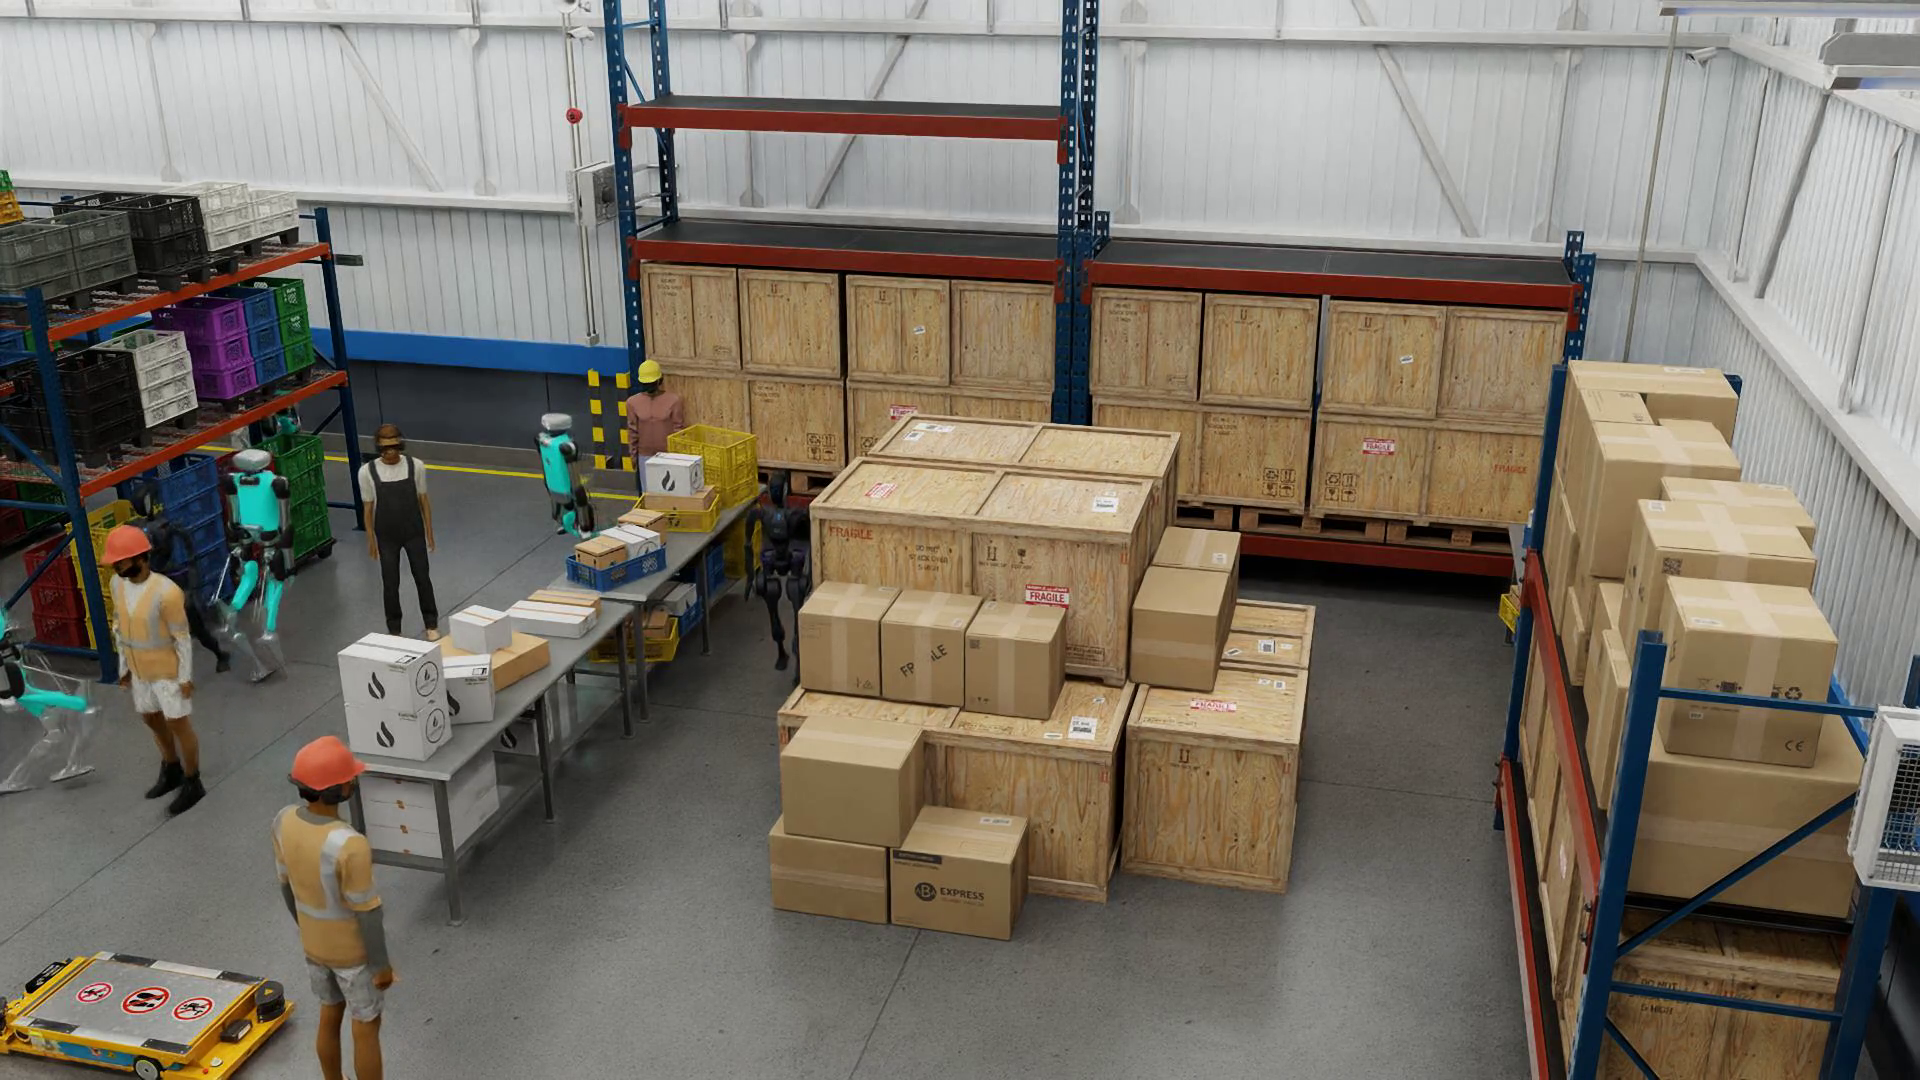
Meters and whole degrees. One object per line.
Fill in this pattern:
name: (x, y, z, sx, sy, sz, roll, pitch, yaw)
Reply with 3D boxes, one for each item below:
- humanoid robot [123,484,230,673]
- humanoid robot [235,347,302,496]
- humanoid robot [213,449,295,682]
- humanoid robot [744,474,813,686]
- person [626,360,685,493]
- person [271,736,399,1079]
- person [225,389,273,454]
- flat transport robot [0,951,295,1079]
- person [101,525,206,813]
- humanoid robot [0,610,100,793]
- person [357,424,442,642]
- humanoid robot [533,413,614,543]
humanoid robot: (-5.779, 0.350, 12.243, 0.600, 1.641, 0.804, 3, 21, 7)
humanoid robot: (-6.656, -1.099, 15.953, 0.734, 1.855, 0.542, 5, 21, 12)
humanoid robot: (-5.252, 0.294, 12.302, 0.532, 1.831, 0.789, 4, 21, 10)
humanoid robot: (-1.324, 0.285, 12.367, 0.605, 1.624, 0.738, 0, 21, 0)
person: (-2.721, -0.767, 14.967, 0.521, 1.762, 0.335, -1, 21, -2)
person: (-2.857, 1.846, 7.736, 0.607, 2.043, 0.395, 13, 24, 30)
person: (-7.108, -1.440, 16.634, 0.431, 1.836, 0.627, 17, 27, 38)
flat transport robot: (-4.270, 2.464, 8.601, 1.431, 0.231, 0.659, 5, 22, 13)
person: (-5.139, 0.812, 10.605, 0.545, 1.944, 0.388, 8, 22, 21)
humanoid robot: (-5.988, 0.858, 10.745, 0.943, 1.757, 0.536, -10, 23, -24)
person: (-4.359, -0.029, 12.936, 0.503, 1.836, 0.332, -10, 23, -24)
humanoid robot: (-2.955, -0.224, 13.637, 0.904, 1.813, 0.561, -19, 28, -40)
